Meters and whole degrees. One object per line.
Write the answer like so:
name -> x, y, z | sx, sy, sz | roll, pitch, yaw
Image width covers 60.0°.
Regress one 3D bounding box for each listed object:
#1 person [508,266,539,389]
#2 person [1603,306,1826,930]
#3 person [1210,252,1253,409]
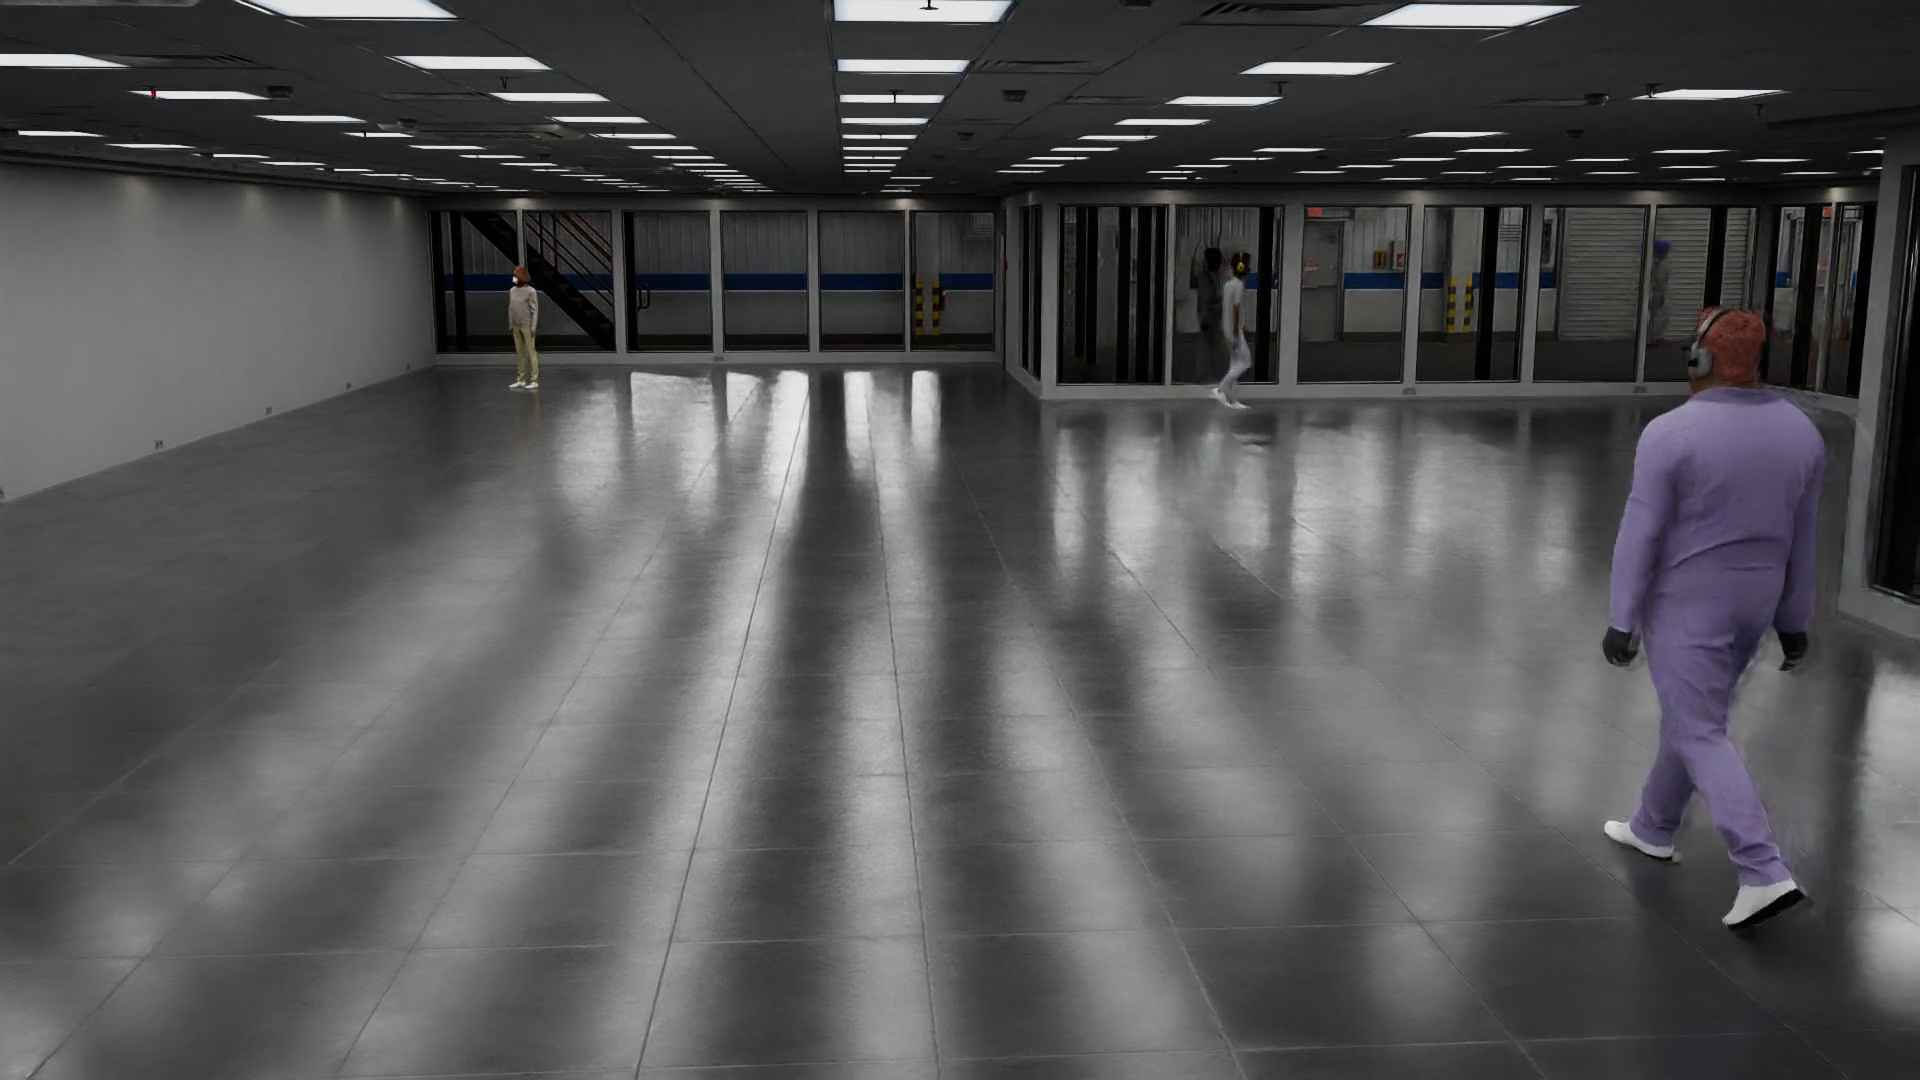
person -> -5.835, -2.834, 22.204 | 0.498, 1.634, 0.281 | 7, 12, 32
person -> 2.356, 0.216, 5.152 | 0.653, 1.870, 0.969 | -3, 11, -18
person -> 3.215, -2.437, 19.488 | 0.426, 1.857, 0.522 | -1, 11, -7
